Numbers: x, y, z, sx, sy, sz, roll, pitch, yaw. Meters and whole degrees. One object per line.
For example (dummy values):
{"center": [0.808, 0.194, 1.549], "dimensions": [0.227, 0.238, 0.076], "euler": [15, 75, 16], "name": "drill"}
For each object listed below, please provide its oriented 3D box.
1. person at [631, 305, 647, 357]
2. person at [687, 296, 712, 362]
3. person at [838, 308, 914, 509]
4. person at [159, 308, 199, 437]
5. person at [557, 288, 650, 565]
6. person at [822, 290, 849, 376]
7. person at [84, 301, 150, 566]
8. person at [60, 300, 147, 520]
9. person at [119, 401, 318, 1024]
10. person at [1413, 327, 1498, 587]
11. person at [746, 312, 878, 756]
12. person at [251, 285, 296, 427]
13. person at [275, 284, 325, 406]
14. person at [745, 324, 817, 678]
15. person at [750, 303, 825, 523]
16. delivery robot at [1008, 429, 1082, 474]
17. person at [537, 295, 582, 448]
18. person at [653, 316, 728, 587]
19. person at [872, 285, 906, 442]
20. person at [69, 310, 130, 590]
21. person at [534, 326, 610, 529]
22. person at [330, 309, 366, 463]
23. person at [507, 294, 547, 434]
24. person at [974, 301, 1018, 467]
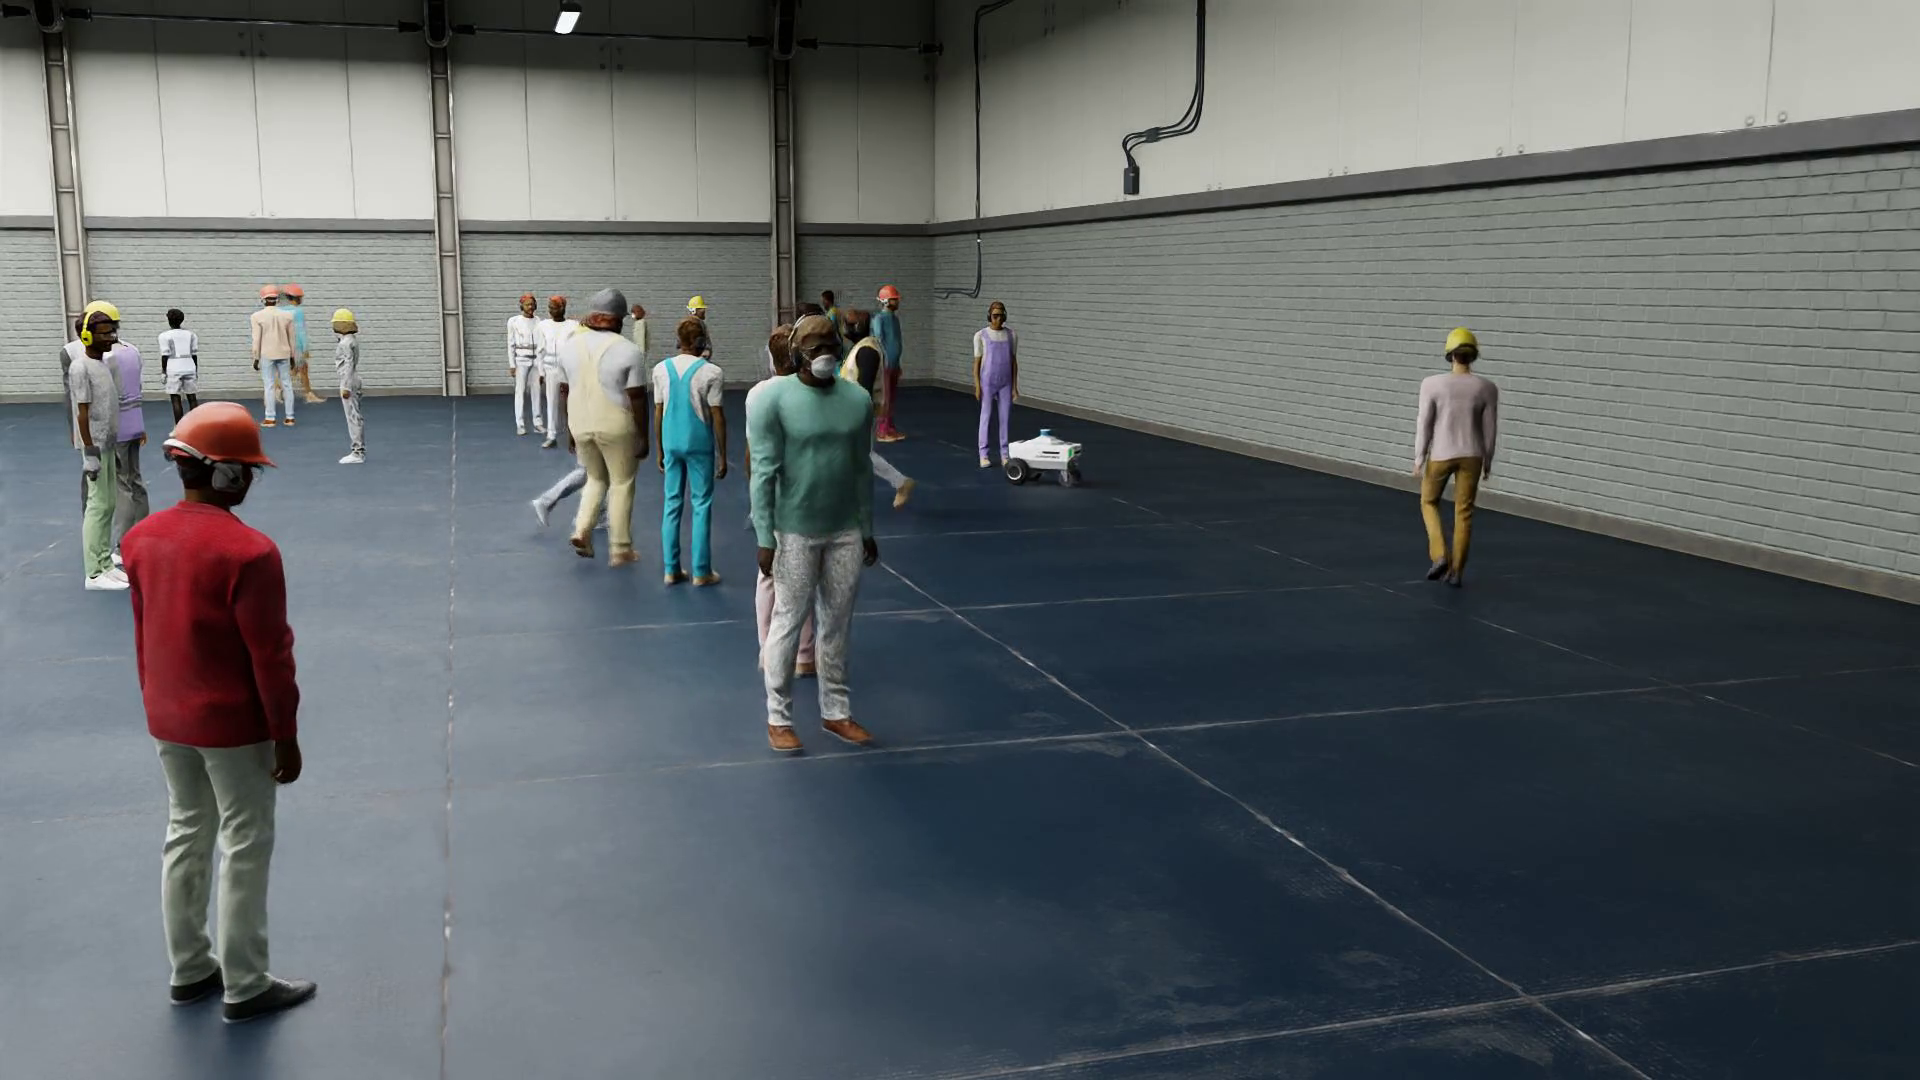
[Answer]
{"center": [-5.812, -3.399, 29.821], "dimensions": [0.397, 1.623, 0.543], "euler": [-4, 10, -23], "name": "person"}
{"center": [-3.791, -2.606, 24.098], "dimensions": [0.404, 1.833, 0.590], "euler": [2, 9, 11], "name": "person"}
{"center": [-0.797, -1.120, 14.632], "dimensions": [0.667, 1.828, 0.632], "euler": [-2, 9, -13], "name": "person"}
{"center": [-10.272, -2.194, 21.896], "dimensions": [0.318, 1.695, 0.540], "euler": [6, 11, 32], "name": "person"}
{"center": [-2.534, -0.827, 12.083], "dimensions": [0.699, 2.000, 0.538], "euler": [3, 10, 20], "name": "person"}
{"center": [-2.144, -3.259, 28.063], "dimensions": [0.622, 1.886, 0.626], "euler": [-1, 9, -4], "name": "person"}
{"center": [-6.147, -0.771, 12.096], "dimensions": [0.369, 1.925, 0.586], "euler": [0, 9, -1], "name": "person"}
{"center": [-6.652, -0.902, 12.950], "dimensions": [0.392, 1.919, 0.592], "euler": [6, 11, 35], "name": "person"}
{"center": [-2.069, 0.481, 4.690], "dimensions": [0.575, 1.742, 0.356], "euler": [4, 10, 26], "name": "person"}
{"center": [3.343, -0.557, 11.253], "dimensions": [0.554, 1.750, 0.372], "euler": [1, 9, 4], "name": "person"}
{"center": [-0.639, -0.031, 7.337], "dimensions": [0.635, 1.937, 0.351], "euler": [-7, 11, -37], "name": "person"}
{"center": [-9.702, -2.598, 23.529], "dimensions": [0.612, 1.995, 0.376], "euler": [-9, 12, -44], "name": "person"}
{"center": [-11.015, -3.209, 27.409], "dimensions": [0.618, 2.012, 0.982], "euler": [8, 12, 42], "name": "person"}
{"center": [-0.883, -0.200, 8.703], "dimensions": [0.513, 1.845, 0.335], "euler": [6, 11, 35], "name": "person"}
{"center": [-1.401, -1.001, 13.702], "dimensions": [0.625, 1.886, 0.648], "euler": [-8, 12, -40], "name": "person"}
{"center": [0.862, -0.875, 16.815], "dimensions": [0.707, 0.478, 0.477], "euler": [4, 10, 23], "name": "delivery robot"}
{"center": [-4.911, -2.060, 20.457], "dimensions": [0.574, 1.881, 0.358], "euler": [1, 9, 6], "name": "person"}
{"center": [-1.819, -0.590, 11.239], "dimensions": [0.524, 1.834, 0.355], "euler": [2, 9, 15], "name": "person"}
{"center": [-0.916, -2.268, 21.415], "dimensions": [0.374, 1.997, 0.614], "euler": [3, 9, 20], "name": "person"}
{"center": [-5.765, -0.600, 11.183], "dimensions": [0.312, 1.869, 0.537], "euler": [-2, 9, -11], "name": "person"}
{"center": [-3.155, -0.915, 13.657], "dimensions": [0.676, 1.725, 0.493], "euler": [-3, 9, -18], "name": "person"}
{"center": [-6.950, -1.743, 18.872], "dimensions": [0.305, 1.743, 0.494], "euler": [-2, 9, -13], "name": "person"}
{"center": [-5.794, -2.364, 22.394], "dimensions": [0.574, 1.883, 0.355], "euler": [-7, 11, -37], "name": "person"}
{"center": [0.400, -1.712, 18.399], "dimensions": [0.501, 1.838, 0.341], "euler": [-3, 9, -18], "name": "person"}
